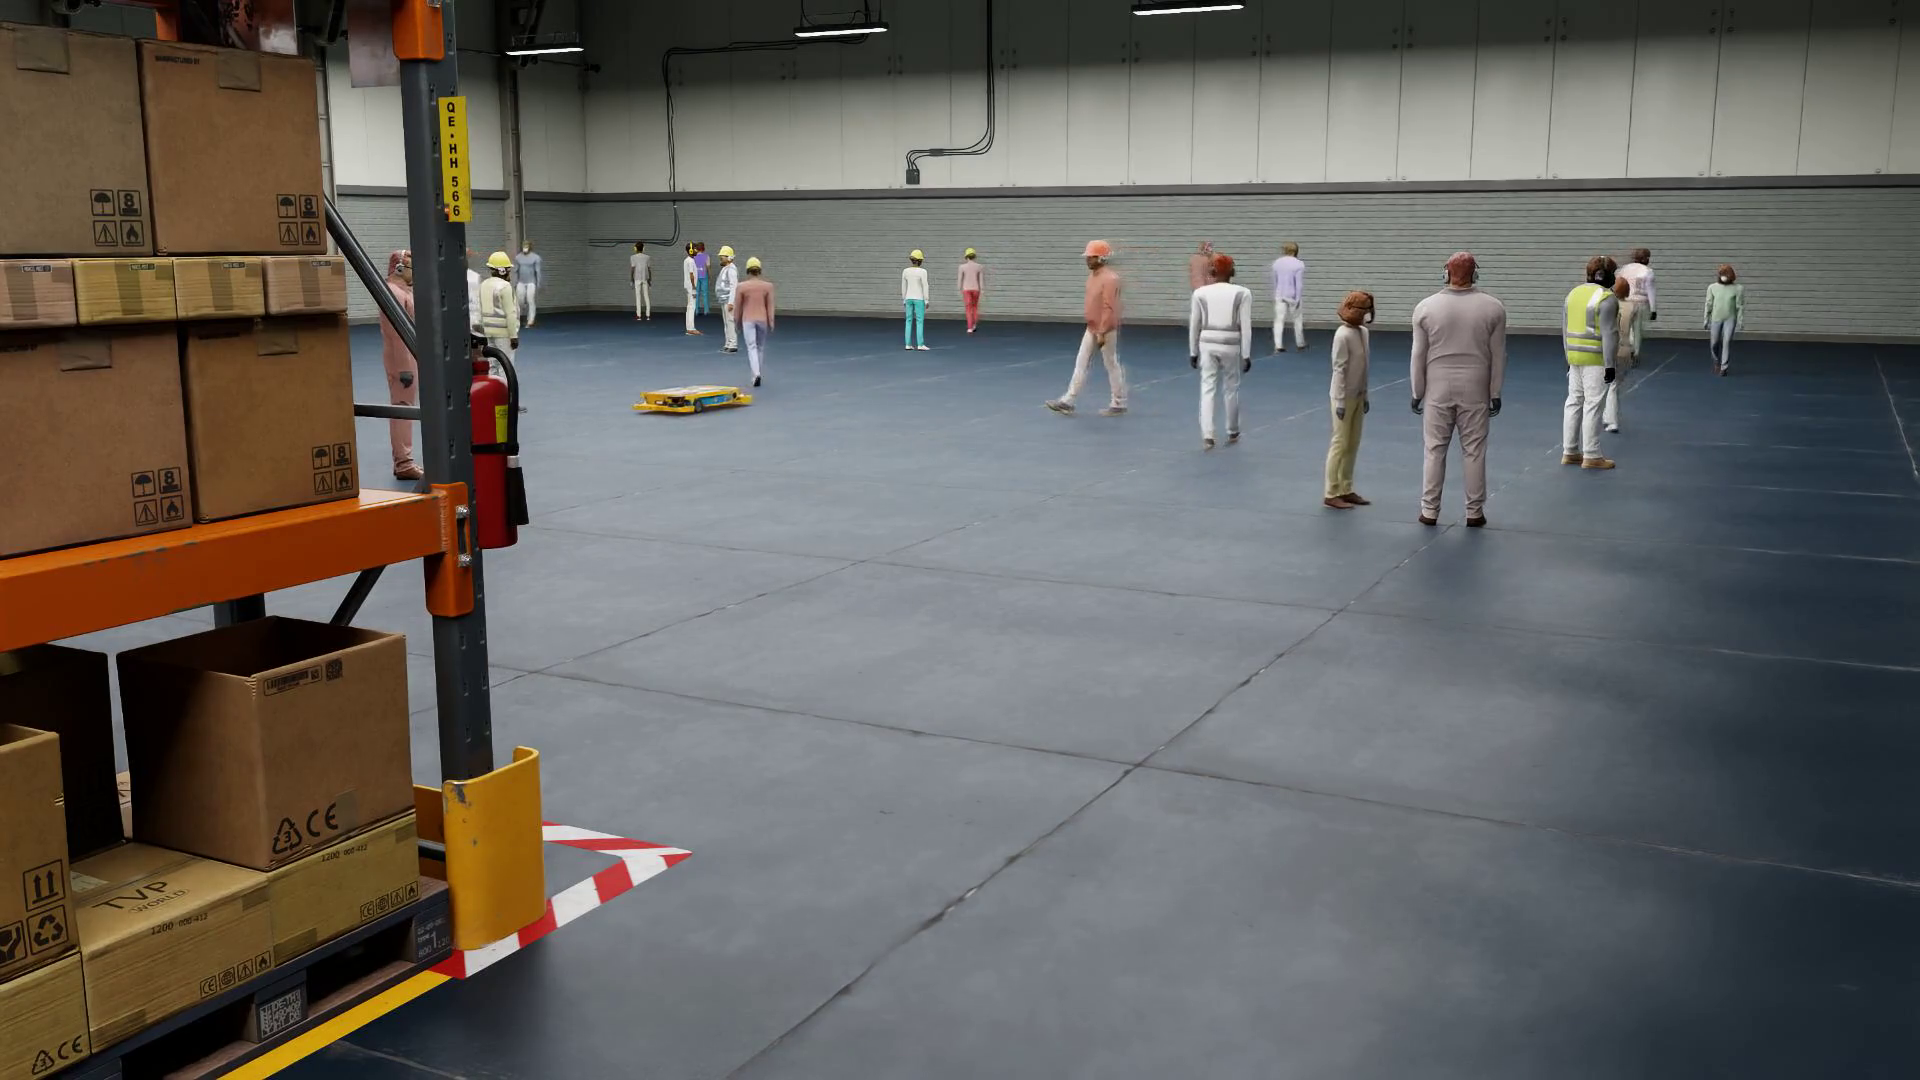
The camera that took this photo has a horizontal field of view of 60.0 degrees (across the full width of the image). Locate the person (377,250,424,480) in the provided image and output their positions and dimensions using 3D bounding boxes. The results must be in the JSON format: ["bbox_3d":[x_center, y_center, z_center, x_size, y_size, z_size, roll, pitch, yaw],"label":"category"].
[{"bbox_3d":[-4.612,-1.455,13.861,0.406,1.903,0.639,-4,11,-19],"label":"person"}]

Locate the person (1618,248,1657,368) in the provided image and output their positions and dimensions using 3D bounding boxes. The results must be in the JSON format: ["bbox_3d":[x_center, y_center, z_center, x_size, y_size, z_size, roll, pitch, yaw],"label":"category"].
[{"bbox_3d":[10.451,-3.550,25.490,0.684,1.821,0.662,-4,11,-22],"label":"person"}]

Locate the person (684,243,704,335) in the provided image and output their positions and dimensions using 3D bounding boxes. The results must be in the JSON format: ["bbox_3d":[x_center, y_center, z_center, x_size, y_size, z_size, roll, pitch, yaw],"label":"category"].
[{"bbox_3d":[-5.465,-5.132,33.997,0.328,1.872,0.514,-4,11,-19],"label":"person"}]

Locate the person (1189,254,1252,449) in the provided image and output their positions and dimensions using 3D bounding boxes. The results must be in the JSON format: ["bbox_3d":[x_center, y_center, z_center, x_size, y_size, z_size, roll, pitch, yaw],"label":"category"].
[{"bbox_3d":[2.514,-1.816,16.010,0.603,1.836,0.894,3,11,16],"label":"person"}]

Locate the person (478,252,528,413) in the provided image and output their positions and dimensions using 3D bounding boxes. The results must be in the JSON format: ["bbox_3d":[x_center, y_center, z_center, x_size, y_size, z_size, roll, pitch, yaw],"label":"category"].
[{"bbox_3d":[-5.222,-2.361,18.982,0.587,1.835,0.404,10,14,43],"label":"person"}]

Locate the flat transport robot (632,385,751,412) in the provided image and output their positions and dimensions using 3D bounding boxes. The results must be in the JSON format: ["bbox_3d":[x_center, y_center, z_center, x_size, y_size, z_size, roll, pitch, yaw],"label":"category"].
[{"bbox_3d":[-3.113,-1.655,19.396,0.652,0.197,1.431,5,12,27],"label":"flat transport robot"}]

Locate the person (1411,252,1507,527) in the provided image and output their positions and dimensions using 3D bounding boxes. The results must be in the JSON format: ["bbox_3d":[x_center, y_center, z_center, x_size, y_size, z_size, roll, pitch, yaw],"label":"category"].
[{"bbox_3d":[3.457,-1.039,11.577,0.639,1.909,0.409,3,11,16],"label":"person"}]

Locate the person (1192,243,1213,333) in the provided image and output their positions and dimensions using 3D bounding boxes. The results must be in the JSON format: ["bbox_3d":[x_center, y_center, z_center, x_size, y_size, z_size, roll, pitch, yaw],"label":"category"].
[{"bbox_3d":[5.055,-5.236,34.592,0.436,1.868,0.729,-4,11,-22],"label":"person"}]

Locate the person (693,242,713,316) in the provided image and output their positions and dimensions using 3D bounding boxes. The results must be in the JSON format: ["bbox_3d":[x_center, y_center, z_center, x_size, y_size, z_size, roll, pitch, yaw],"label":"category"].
[{"bbox_3d":[-6.538,-6.589,41.992,0.565,1.850,0.389,4,11,18],"label":"person"}]

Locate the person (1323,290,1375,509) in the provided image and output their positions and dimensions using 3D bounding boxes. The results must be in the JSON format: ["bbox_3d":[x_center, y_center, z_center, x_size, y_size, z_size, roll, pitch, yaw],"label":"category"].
[{"bbox_3d":[2.904,-1.040,12.362,0.295,1.624,0.507,8,13,36],"label":"person"}]

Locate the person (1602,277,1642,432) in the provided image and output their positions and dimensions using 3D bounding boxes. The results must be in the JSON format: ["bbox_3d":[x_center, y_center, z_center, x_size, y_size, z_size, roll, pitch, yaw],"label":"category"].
[{"bbox_3d":[6.793,-1.934,17.318,0.510,1.590,0.878,1,10,3],"label":"person"}]

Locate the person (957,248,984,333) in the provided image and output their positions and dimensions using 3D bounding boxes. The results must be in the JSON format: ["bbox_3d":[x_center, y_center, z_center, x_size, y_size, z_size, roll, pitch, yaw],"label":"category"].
[{"bbox_3d":[0.196,-5.190,34.622,0.554,1.743,0.618,-3,11,-15],"label":"person"}]

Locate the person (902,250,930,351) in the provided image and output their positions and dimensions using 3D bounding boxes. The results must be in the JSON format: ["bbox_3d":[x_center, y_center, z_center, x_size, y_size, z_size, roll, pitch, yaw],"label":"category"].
[{"bbox_3d":[-0.771,-4.224,29.326,0.533,1.767,0.327,6,12,31],"label":"person"}]

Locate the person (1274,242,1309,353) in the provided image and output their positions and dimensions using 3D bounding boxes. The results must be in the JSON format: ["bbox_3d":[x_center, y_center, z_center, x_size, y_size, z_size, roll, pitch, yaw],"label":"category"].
[{"bbox_3d":[5.739,-4.176,28.723,0.637,1.897,0.943,9,14,40],"label":"person"}]

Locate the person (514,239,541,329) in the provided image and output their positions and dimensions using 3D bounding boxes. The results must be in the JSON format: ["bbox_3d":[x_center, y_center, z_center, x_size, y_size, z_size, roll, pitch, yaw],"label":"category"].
[{"bbox_3d":[-9.376,-5.540,36.064,0.657,1.928,0.428,2,11,11],"label":"person"}]

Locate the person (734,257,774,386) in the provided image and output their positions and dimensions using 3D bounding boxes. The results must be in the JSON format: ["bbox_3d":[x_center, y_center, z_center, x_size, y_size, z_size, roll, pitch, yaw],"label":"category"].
[{"bbox_3d":[-2.768,-2.948,22.463,0.529,1.737,0.843,-4,11,-19],"label":"person"}]

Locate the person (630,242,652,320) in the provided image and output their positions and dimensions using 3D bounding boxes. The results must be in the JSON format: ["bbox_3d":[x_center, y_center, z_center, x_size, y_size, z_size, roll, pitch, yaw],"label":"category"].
[{"bbox_3d":[-7.656,-6.210,39.887,0.532,1.864,0.310,-6,12,-28],"label":"person"}]

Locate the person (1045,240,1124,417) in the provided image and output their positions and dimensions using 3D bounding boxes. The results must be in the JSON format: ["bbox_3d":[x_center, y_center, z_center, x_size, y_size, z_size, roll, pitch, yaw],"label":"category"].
[{"bbox_3d":[1.429,-2.327,18.459,0.962,1.951,0.647,-4,11,-23],"label":"person"}]

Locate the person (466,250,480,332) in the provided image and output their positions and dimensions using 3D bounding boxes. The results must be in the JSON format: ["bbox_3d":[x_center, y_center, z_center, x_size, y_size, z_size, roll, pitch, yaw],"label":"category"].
[{"bbox_3d":[-6.531,-2.928,21.979,0.590,1.870,0.625,8,13,38],"label":"person"}]

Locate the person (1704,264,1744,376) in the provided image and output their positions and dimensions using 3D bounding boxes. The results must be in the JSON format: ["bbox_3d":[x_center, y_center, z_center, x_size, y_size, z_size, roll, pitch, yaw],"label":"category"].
[{"bbox_3d":[11.067,-3.183,24.071,0.530,1.610,0.550,7,13,34],"label":"person"}]

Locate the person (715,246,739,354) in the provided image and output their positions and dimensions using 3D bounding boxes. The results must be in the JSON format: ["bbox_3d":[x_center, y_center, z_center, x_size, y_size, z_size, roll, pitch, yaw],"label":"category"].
[{"bbox_3d":[-3.994,-4.098,28.486,0.417,1.832,0.605,-4,11,-19],"label":"person"}]

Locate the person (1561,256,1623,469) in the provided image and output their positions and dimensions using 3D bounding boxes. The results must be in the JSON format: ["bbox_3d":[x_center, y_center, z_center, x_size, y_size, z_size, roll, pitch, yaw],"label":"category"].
[{"bbox_3d":[5.532,-1.548,14.536,0.429,1.838,0.634,-3,11,-15],"label":"person"}]
